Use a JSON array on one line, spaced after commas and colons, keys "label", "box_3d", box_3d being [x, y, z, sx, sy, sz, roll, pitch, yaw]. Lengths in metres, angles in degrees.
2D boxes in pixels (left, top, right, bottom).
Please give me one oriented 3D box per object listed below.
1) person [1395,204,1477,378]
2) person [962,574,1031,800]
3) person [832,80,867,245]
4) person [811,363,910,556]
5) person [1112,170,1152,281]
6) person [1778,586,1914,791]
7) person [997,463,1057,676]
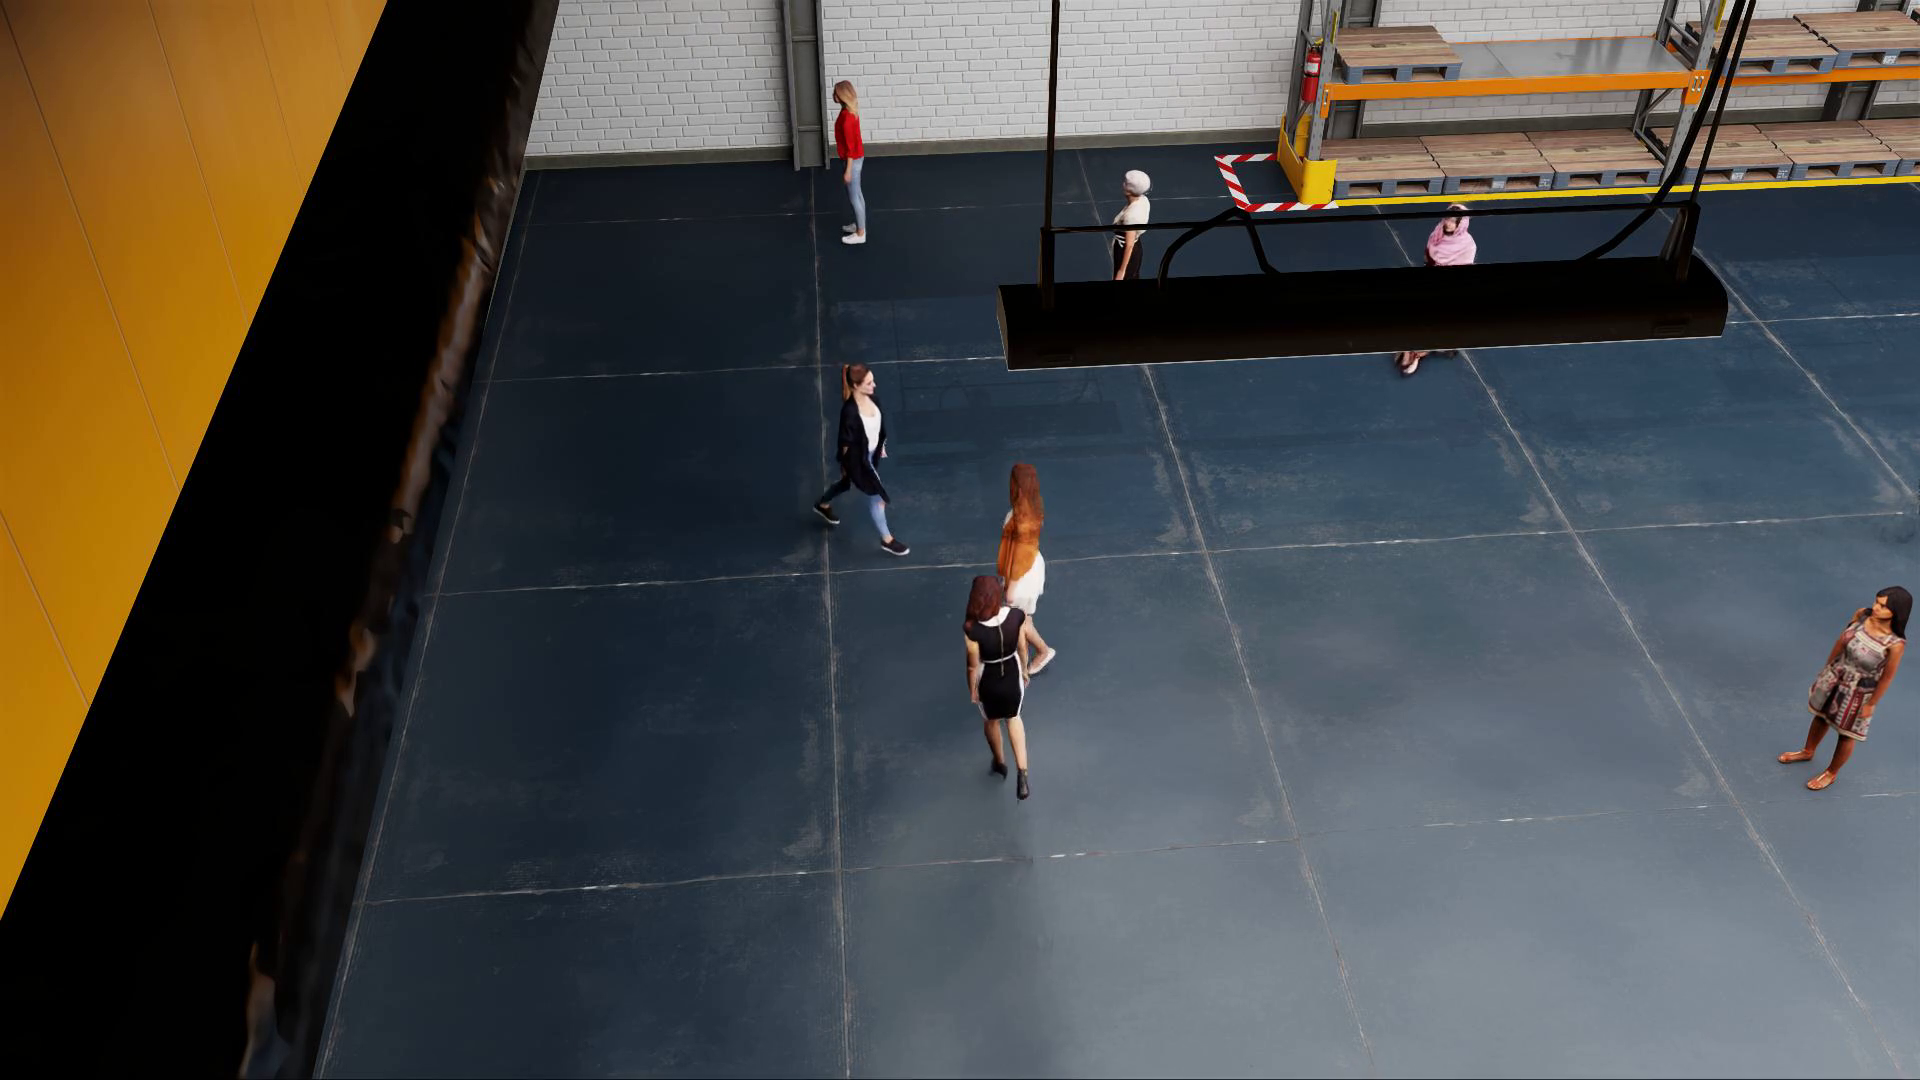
[{"label": "person", "box_3d": [4.351, -2.266, 14.883, 1.080, 1.591, 1.136, 28, 46, 30]}, {"label": "person", "box_3d": [0.270, 0.997, 10.650, 0.862, 1.776, 0.801, -9, 40, -11]}, {"label": "person", "box_3d": [-1.094, -3.790, 16.702, 0.532, 1.703, 0.637, 0, 39, 0]}, {"label": "person", "box_3d": [-0.855, -0.658, 12.831, 1.227, 1.640, 1.010, 17, 42, 20]}, {"label": "person", "box_3d": [1.547, -2.534, 15.087, 0.678, 1.756, 0.707, 13, 40, 15]}, {"label": "person", "box_3d": [5.821, 0.939, 10.827, 0.611, 1.645, 0.697, -12, 40, -14]}, {"label": "person", "box_3d": [0.483, 0.225, 11.669, 0.795, 1.710, 0.784, 2, 39, 2]}]
